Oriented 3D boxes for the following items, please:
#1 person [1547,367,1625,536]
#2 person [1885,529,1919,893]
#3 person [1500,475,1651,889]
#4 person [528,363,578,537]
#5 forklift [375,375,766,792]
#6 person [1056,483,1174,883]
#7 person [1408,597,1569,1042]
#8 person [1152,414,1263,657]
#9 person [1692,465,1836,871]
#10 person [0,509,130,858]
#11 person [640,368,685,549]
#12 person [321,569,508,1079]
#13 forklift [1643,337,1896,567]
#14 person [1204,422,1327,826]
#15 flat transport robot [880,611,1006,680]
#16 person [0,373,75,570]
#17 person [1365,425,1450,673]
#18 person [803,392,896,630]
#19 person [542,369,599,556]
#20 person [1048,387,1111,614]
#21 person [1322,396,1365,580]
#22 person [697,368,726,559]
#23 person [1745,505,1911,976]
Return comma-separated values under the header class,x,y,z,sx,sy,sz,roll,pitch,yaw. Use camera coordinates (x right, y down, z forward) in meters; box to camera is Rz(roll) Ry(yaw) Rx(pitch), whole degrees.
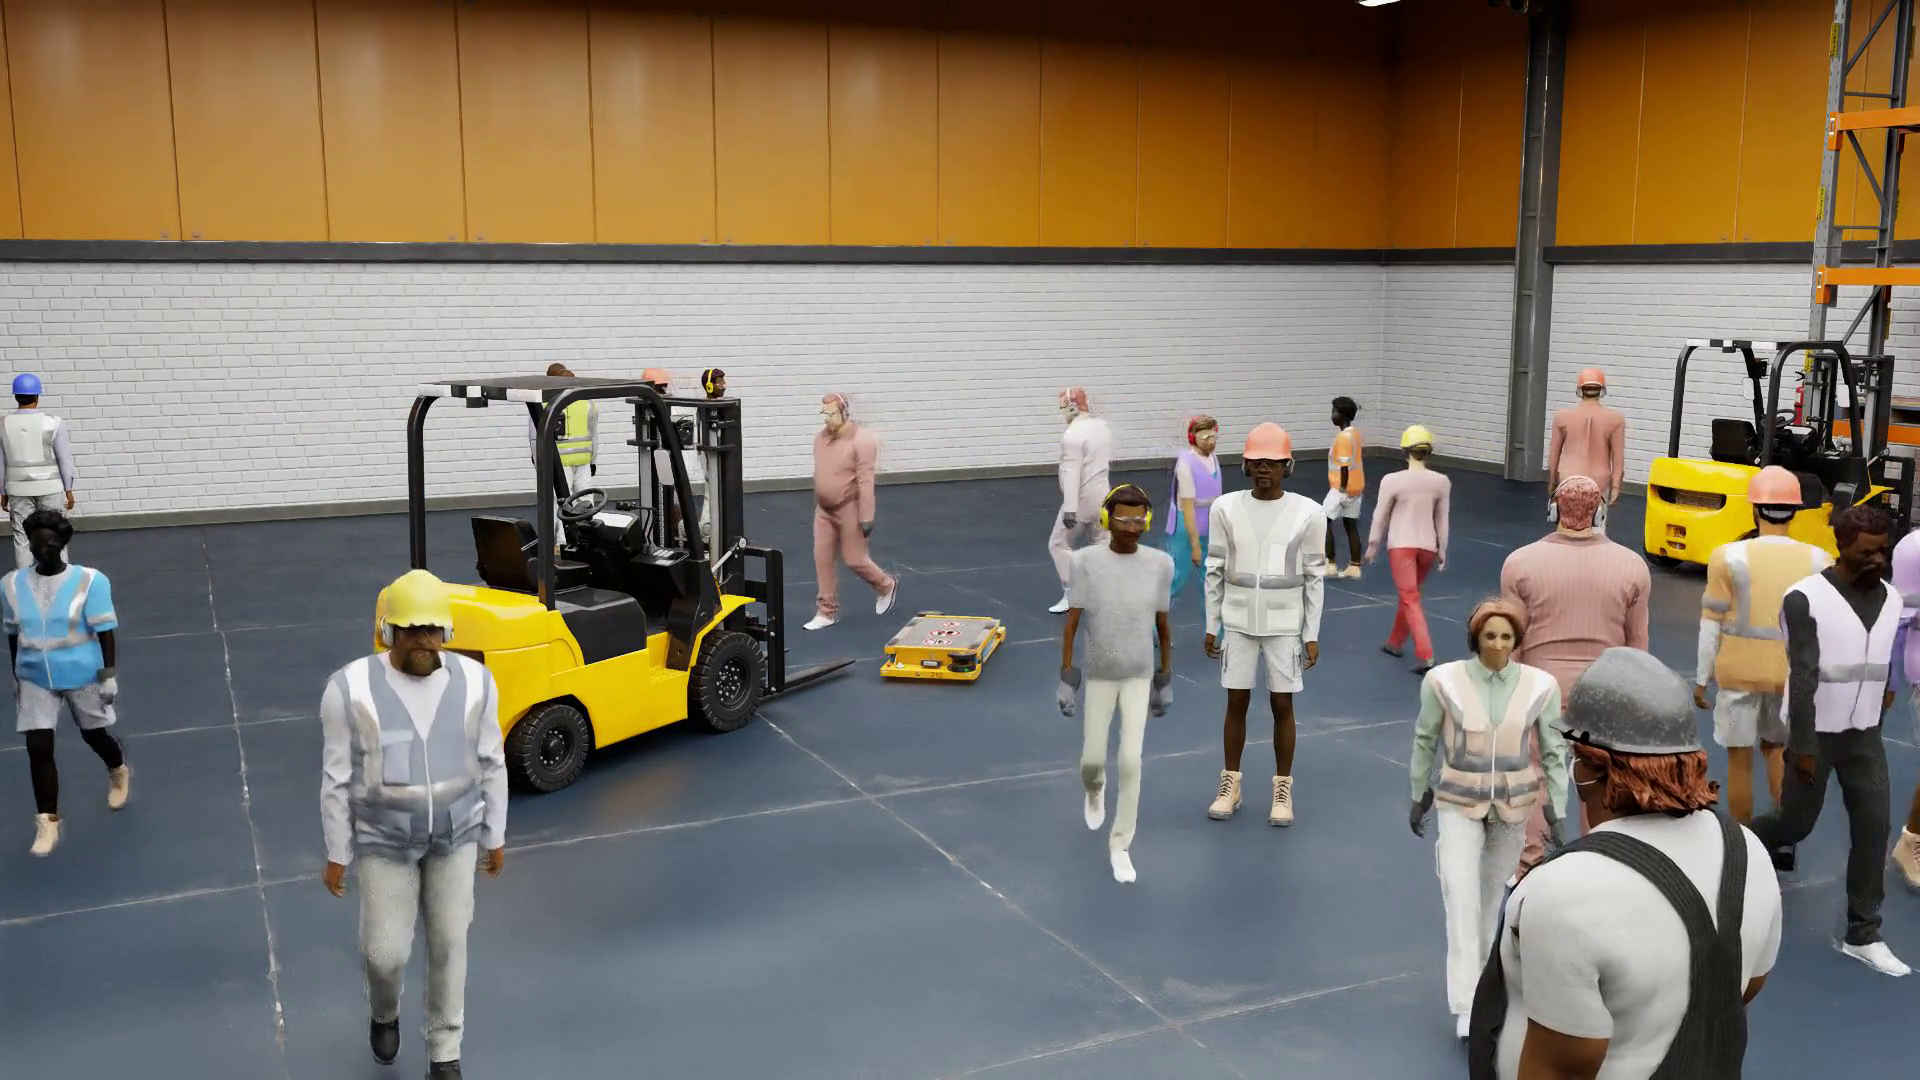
class,x,y,z,sx,sy,sz,roll,pitch,yaw
person,5.453,-0.523,14.539,0.622,1.960,0.819,3,10,17
person,4.458,0.604,7.424,0.596,2.014,0.551,-2,9,-12
person,2.693,0.663,7.390,0.652,1.906,0.402,1,9,8
person,-4.233,-0.951,17.606,0.630,1.840,0.429,-2,9,-13
forklift,-2.268,0.149,9.685,1.214,2.155,2.313,6,11,32
person,0.730,0.625,7.847,0.566,1.842,0.702,0,9,0
person,1.949,1.019,6.091,0.545,1.595,0.824,1,9,6
person,1.726,-0.029,12.089,1.007,1.783,0.579,6,11,33
person,3.678,0.618,7.645,0.544,1.923,0.423,1,9,7
person,-4.416,0.647,8.249,0.540,1.667,0.817,-1,9,-8
person,-2.803,-0.635,15.415,0.592,1.911,0.542,0,9,-1
person,-1.837,0.987,5.641,0.621,1.818,0.459,-6,11,-31
forklift,7.551,-0.789,15.507,2.313,2.155,1.214,-4,10,-25
person,1.530,0.425,8.425,0.608,2.048,0.368,3,10,20
flat transport robot,-0.100,0.744,11.942,0.652,0.197,1.431,2,9,10
person,-7.783,-0.424,14.005,0.601,1.948,0.386,-3,10,-16
person,3.186,0.055,11.741,0.538,1.722,0.903,-2,9,-14
person,-0.886,-0.244,13.123,0.659,1.873,0.781,8,12,39
person,-3.872,-0.762,16.432,0.624,1.844,0.430,-8,12,-41
person,0.982,-0.304,13.503,0.685,1.863,0.780,5,10,29
person,3.413,-0.462,15.085,0.564,1.683,0.537,4,10,26
person,-2.391,-0.728,16.132,0.311,1.869,0.532,0,9,-3
person,3.555,0.762,6.876,0.579,1.884,0.880,-3,10,-16
